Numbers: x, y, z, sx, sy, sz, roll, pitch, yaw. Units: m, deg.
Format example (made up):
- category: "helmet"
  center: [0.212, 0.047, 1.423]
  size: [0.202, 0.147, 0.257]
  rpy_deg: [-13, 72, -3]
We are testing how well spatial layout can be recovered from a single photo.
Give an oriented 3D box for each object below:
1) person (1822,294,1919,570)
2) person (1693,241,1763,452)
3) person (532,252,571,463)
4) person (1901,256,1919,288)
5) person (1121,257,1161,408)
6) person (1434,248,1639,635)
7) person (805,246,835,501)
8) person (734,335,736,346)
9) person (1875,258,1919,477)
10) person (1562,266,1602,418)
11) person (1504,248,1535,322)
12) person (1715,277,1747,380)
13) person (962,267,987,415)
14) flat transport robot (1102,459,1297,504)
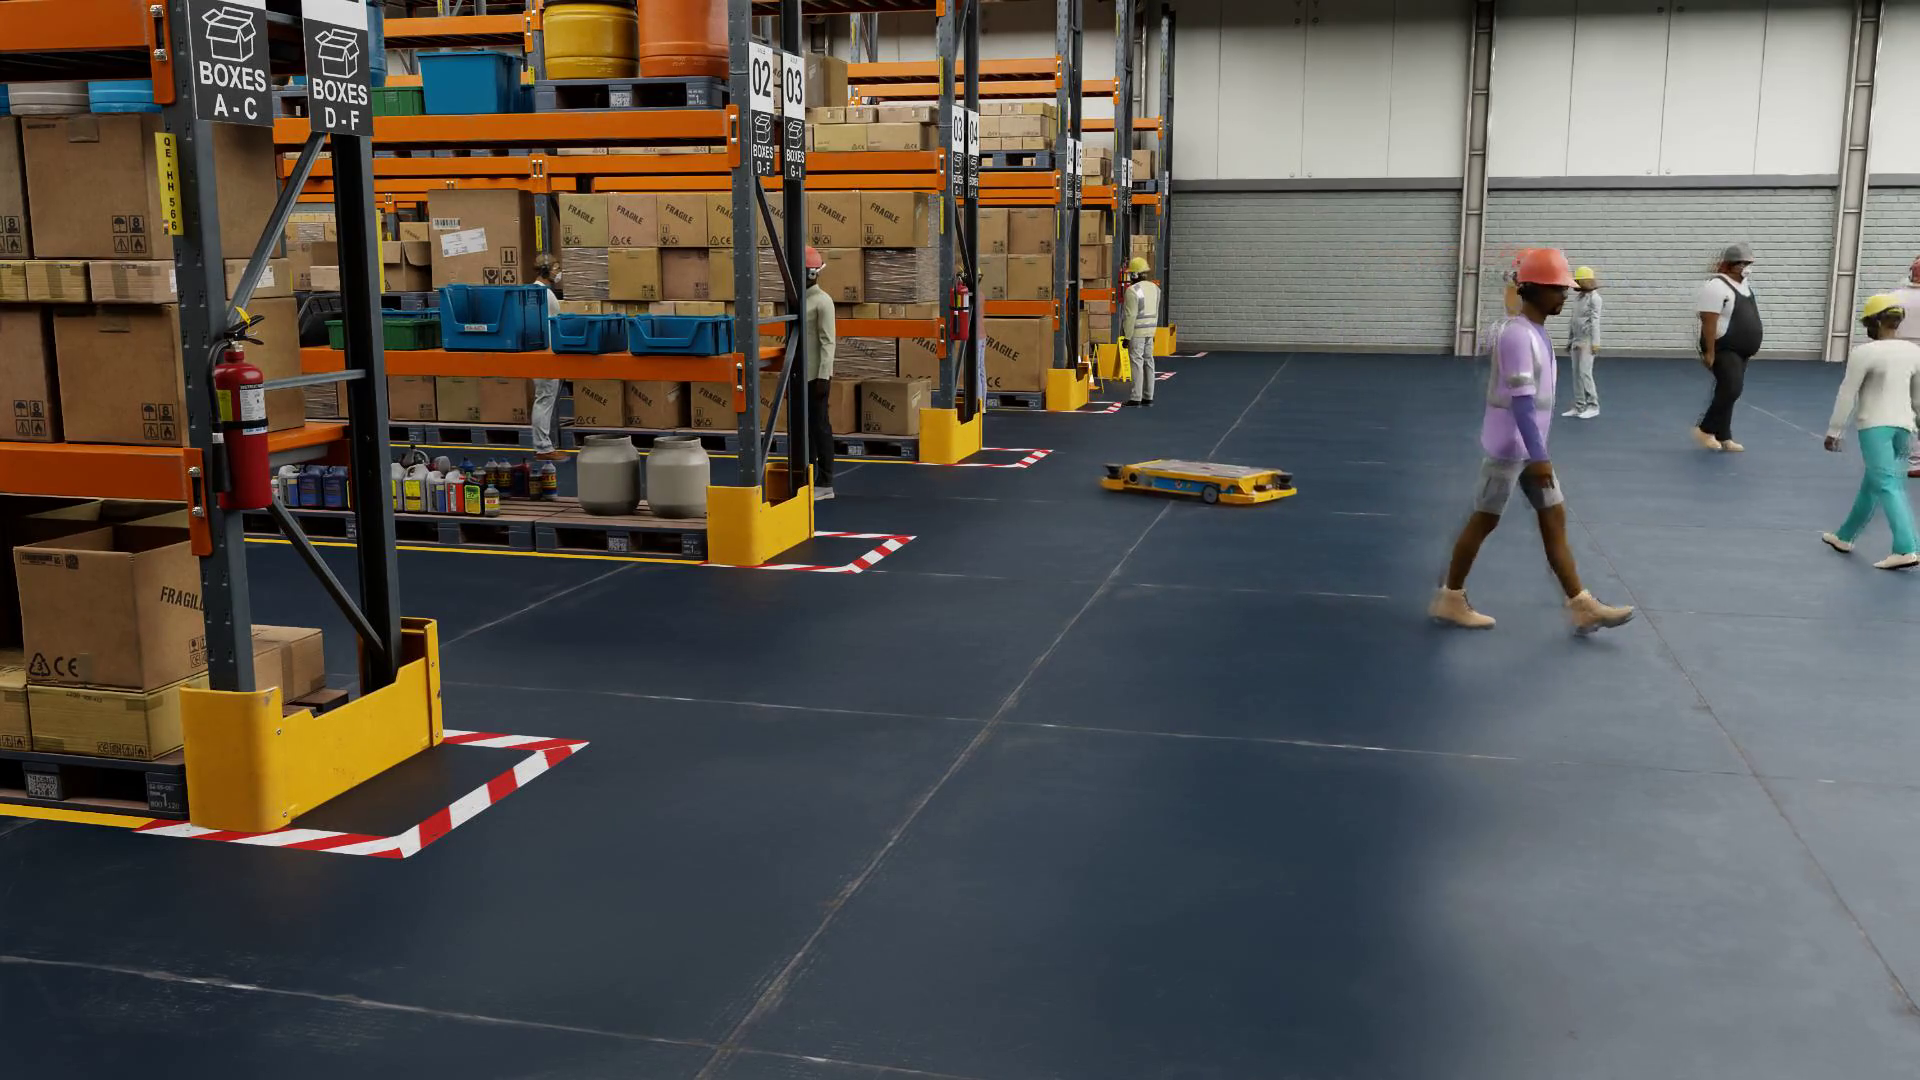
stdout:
- category: "person"
  center: [5.820, -0.694, 10.520]
  size: [0.577, 1.701, 0.943]
  rpy_deg: [-3, 11, -15]
- category: "person"
  center: [7.416, -1.848, 15.974]
  size: [0.703, 2.000, 0.536]
  rpy_deg: [-9, 13, -40]
- category: "person"
  center: [-3.819, -1.674, 15.343]
  size: [0.368, 1.932, 0.624]
  rpy_deg: [-2, 11, -13]
- category: "person"
  center: [13.842, -3.187, 24.014]
  size: [0.541, 1.836, 0.626]
  rpy_deg: [9, 14, 41]
- category: "person"
  center: [2.183, -2.526, 20.301]
  size: [0.403, 1.836, 0.587]
  rpy_deg: [9, 14, 42]
- category: "person"
  center: [2.956, -0.478, 8.503]
  size: [1.044, 1.988, 0.613]
  rpy_deg: [7, 12, 34]
- category: "person"
  center: [-1.195, -1.311, 13.127]
  size: [0.376, 1.995, 0.609]
  rpy_deg: [-7, 12, -32]
- category: "person"
  center: [-2.726, -2.194, 18.296]
  size: [0.581, 1.890, 0.672]
  rpy_deg: [5, 11, 24]
- category: "person"
  center: [8.236, -1.475, 14.314]
  size: [0.437, 1.904, 0.658]
  rpy_deg: [-7, 13, -35]
- category: "person"
  center: [7.156, -2.268, 19.140]
  size: [0.325, 1.737, 0.508]
  rpy_deg: [-2, 10, -13]
- category: "person"
  center: [7.003, -2.656, 20.750]
  size: [0.376, 1.934, 0.547]
  rpy_deg: [-3, 11, -15]
- category: "person"
  center: [11.244, -3.246, 24.199]
  size: [0.313, 1.869, 0.538]
  rpy_deg: [6, 12, 32]
- category: "person"
  center: [0.143, -2.305, 19.269]
  size: [0.314, 1.769, 0.524]
  rpy_deg: [3, 11, 16]
- category: "flat transport robot"
  center: [1.904, -0.482, 13.312]
  size: [1.431, 0.197, 0.652]
  rpy_deg: [9, 13, 40]
